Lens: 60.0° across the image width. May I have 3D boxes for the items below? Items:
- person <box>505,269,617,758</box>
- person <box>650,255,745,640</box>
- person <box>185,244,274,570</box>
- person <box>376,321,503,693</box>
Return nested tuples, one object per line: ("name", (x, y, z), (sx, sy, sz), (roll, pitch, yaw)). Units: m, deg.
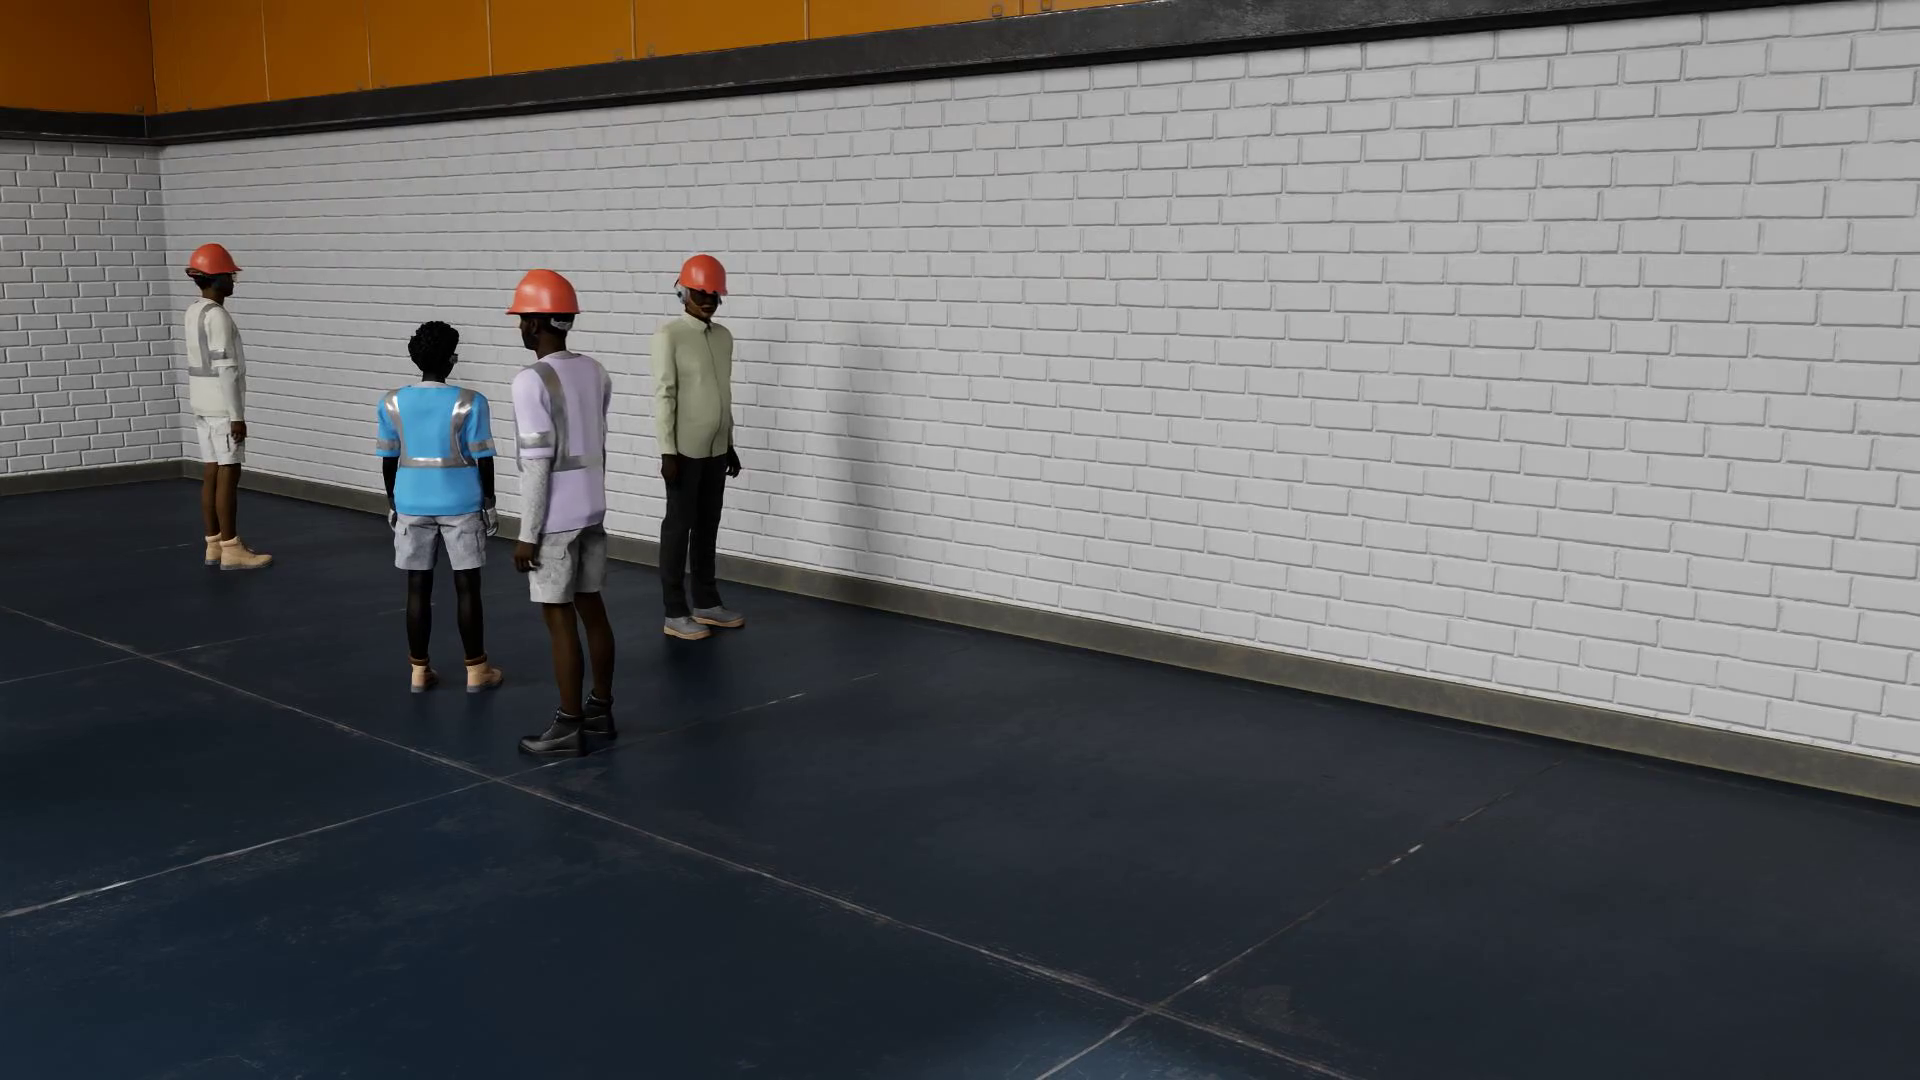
("person", (-1.604, -0.098, 6.630), (0.370, 1.939, 0.543), (4, 11, 21))
("person", (-1.357, -0.489, 8.717), (0.401, 1.986, 0.612), (5, 11, 28))
("person", (-4.653, -0.834, 10.510), (0.366, 2.048, 0.608), (-9, 13, -40))
("person", (-2.359, -0.143, 7.573), (0.540, 1.695, 0.317), (0, 10, 3))
